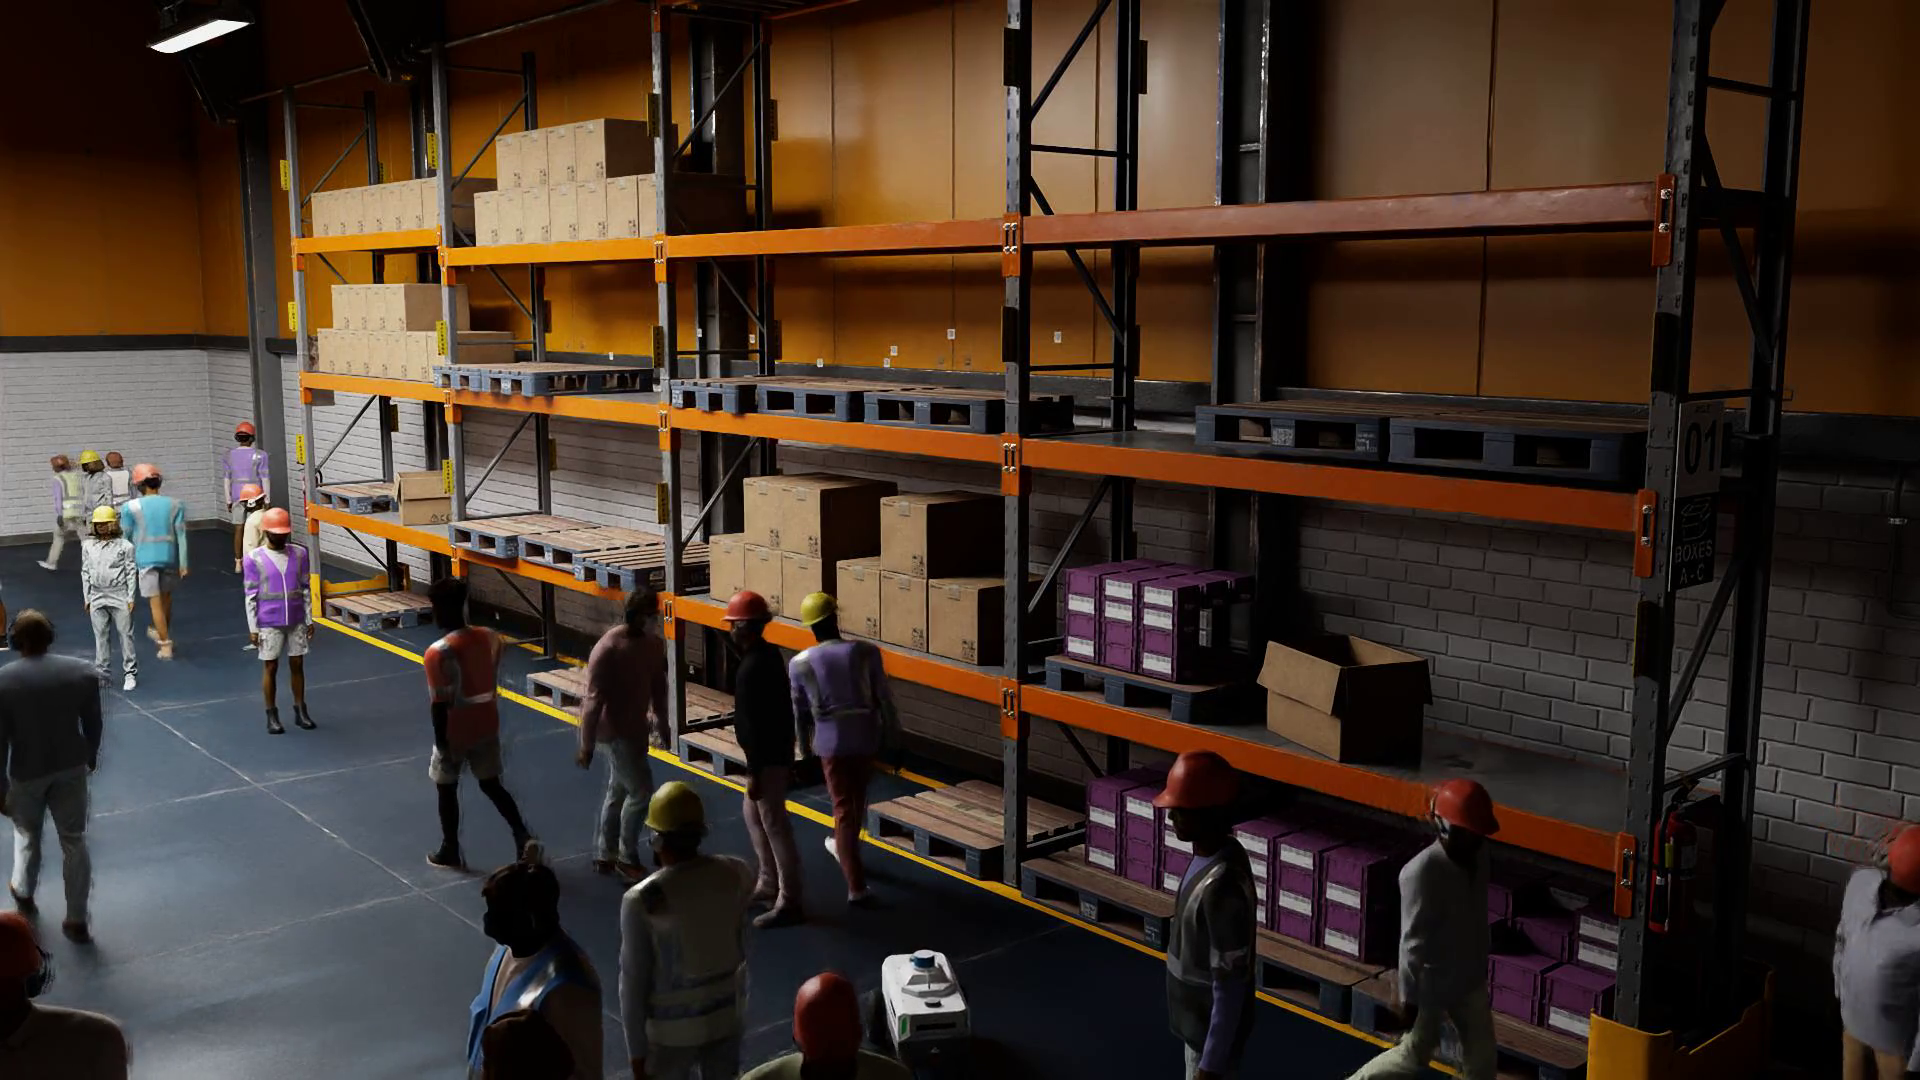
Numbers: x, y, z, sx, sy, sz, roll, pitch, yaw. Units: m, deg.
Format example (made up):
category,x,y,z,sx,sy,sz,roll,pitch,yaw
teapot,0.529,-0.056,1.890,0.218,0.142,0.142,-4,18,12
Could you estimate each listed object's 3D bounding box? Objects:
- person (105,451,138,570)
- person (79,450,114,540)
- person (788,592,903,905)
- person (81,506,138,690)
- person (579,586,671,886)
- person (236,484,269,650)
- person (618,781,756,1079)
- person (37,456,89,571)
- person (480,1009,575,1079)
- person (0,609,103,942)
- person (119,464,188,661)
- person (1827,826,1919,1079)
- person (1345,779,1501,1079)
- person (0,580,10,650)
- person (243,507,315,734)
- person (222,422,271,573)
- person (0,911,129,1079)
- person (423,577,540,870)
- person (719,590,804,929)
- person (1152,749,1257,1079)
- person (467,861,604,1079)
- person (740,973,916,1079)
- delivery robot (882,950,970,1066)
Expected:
category,x,y,z,sx,sy,sz,roll,pitch,yaw
person,-11.273,-0.370,22.304,0.307,1.641,0.511,8,11,43
person,-11.186,-0.305,21.543,0.490,1.730,0.321,3,9,18
person,-0.722,1.248,10.303,0.664,1.854,0.954,-2,8,-14
person,-7.959,0.547,15.567,0.487,1.746,0.289,-1,8,-5
person,-2.064,1.218,10.358,0.640,1.898,0.674,3,9,21
person,-7.367,0.278,17.451,0.356,1.742,0.574,0,8,-2
person,-1.060,1.830,6.420,0.607,1.820,0.430,-7,10,-38
person,-11.971,-0.339,22.251,0.872,1.580,0.575,2,8,12
person,-1.234,2.145,4.849,0.285,1.631,0.502,-5,9,-30
person,-5.315,1.325,9.654,0.645,1.884,1.004,-6,10,-38
person,-8.310,0.215,17.089,1.024,1.978,0.600,8,11,43
person,3.561,1.884,6.430,0.327,1.704,0.645,-1,8,-9
person,1.978,1.801,6.972,0.568,1.717,0.808,-6,10,-38
person,-10.131,0.218,17.144,0.368,1.958,0.611,1,8,8
person,-5.727,0.677,14.050,0.549,1.927,0.393,-7,11,-42
person,-9.567,-0.572,22.366,0.604,2.034,0.418,0,8,-3
person,-2.650,1.993,4.709,0.637,1.986,0.414,-3,9,-20
person,-3.058,1.189,10.468,0.878,1.933,0.617,6,10,34
person,-1.163,1.273,9.749,0.507,1.967,0.617,1,8,5
person,0.882,1.763,6.091,0.386,2.039,0.616,1,8,5
person,-1.398,1.948,5.502,0.430,1.840,0.626,-5,10,-32
person,-0.357,2.095,4.899,0.591,1.702,0.814,-2,8,-14
delivery robot,-0.168,2.194,7.904,0.477,0.478,0.707,-1,8,-10
